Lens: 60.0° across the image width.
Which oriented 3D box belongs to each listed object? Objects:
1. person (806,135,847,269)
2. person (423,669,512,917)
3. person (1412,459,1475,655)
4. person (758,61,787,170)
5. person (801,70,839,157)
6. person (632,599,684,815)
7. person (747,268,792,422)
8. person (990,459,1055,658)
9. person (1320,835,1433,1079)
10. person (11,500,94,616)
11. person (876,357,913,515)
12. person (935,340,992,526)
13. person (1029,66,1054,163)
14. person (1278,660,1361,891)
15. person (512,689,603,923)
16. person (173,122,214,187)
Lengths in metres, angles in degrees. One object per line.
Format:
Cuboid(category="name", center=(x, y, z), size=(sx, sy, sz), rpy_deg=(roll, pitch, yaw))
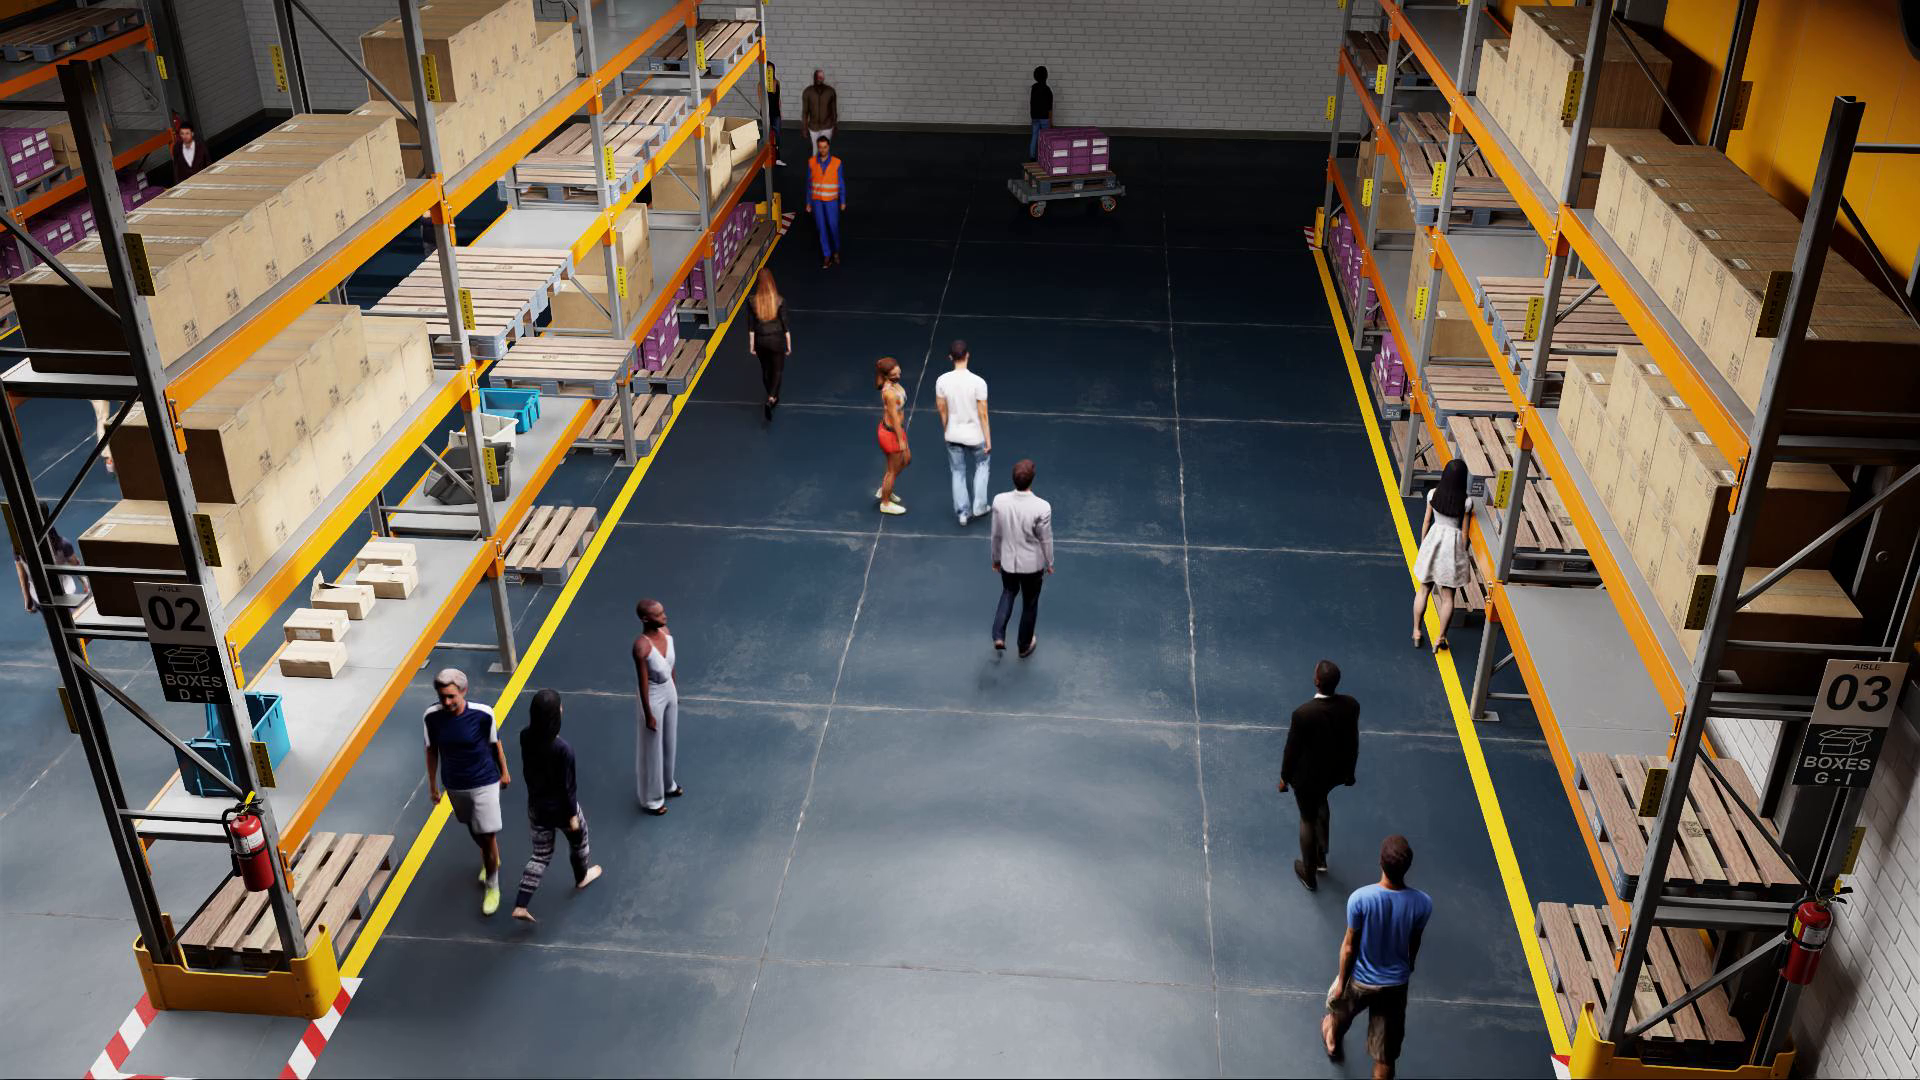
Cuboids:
Cuboid(category="person", center=(-1.843, -4.668, 22.855), size=(0.674, 1.850, 0.644), rpy_deg=(2, 29, 4))
Cuboid(category="person", center=(-3.333, 1.598, 11.403), size=(0.689, 1.816, 0.888), rpy_deg=(1, 29, 2))
Cuboid(category="person", center=(4.112, 0.130, 14.142), size=(0.774, 1.769, 0.796), rpy_deg=(18, 33, 30))
Cuboid(category="person", center=(-3.106, -6.962, 27.193), size=(0.666, 1.723, 0.731), rpy_deg=(-23, 36, -35))
Cuboid(category="person", center=(-2.212, -6.550, 26.358), size=(0.857, 1.798, 1.195), rpy_deg=(-2, 29, -3))
Cuboid(category="person", center=(-2.223, 1.204, 12.163), size=(0.690, 1.780, 0.547), rpy_deg=(10, 30, 18))
Cuboid(category="person", center=(-2.127, -2.143, 18.391), size=(0.599, 1.691, 1.008), rpy_deg=(2, 29, 3))
Cuboid(category="person", center=(0.489, 0.212, 13.919), size=(0.802, 1.840, 0.871), rpy_deg=(12, 31, 21))
Cuboid(category="person", center=(2.413, 2.588, 9.568), size=(0.642, 1.835, 1.084), rpy_deg=(2, 29, 4))
Cuboid(category="person", center=(-7.403, 0.499, 13.555), size=(0.753, 1.684, 0.912), rpy_deg=(-6, 29, -11))
Cuboid(category="person", center=(-0.680, -1.015, 16.266), size=(0.764, 1.746, 0.559), rpy_deg=(-7, 29, -12))
Cuboid(category="person", center=(0.016, -0.983, 16.122), size=(0.807, 1.828, 0.746), rpy_deg=(11, 30, 19))
Cuboid(category="person", center=(1.312, -6.818, 26.952), size=(0.664, 1.701, 0.701), rpy_deg=(22, 36, 35))
Cuboid(category="person", center=(2.494, 1.648, 11.339), size=(0.793, 1.789, 0.778), rpy_deg=(-9, 30, -15))
Cuboid(category="person", center=(-2.787, 1.810, 11.140), size=(0.901, 1.696, 1.142), rpy_deg=(12, 31, 21))
Cuboid(category="person", center=(-10.730, -4.971, 23.416), size=(0.812, 1.844, 1.249), rpy_deg=(-2, 29, -4))
